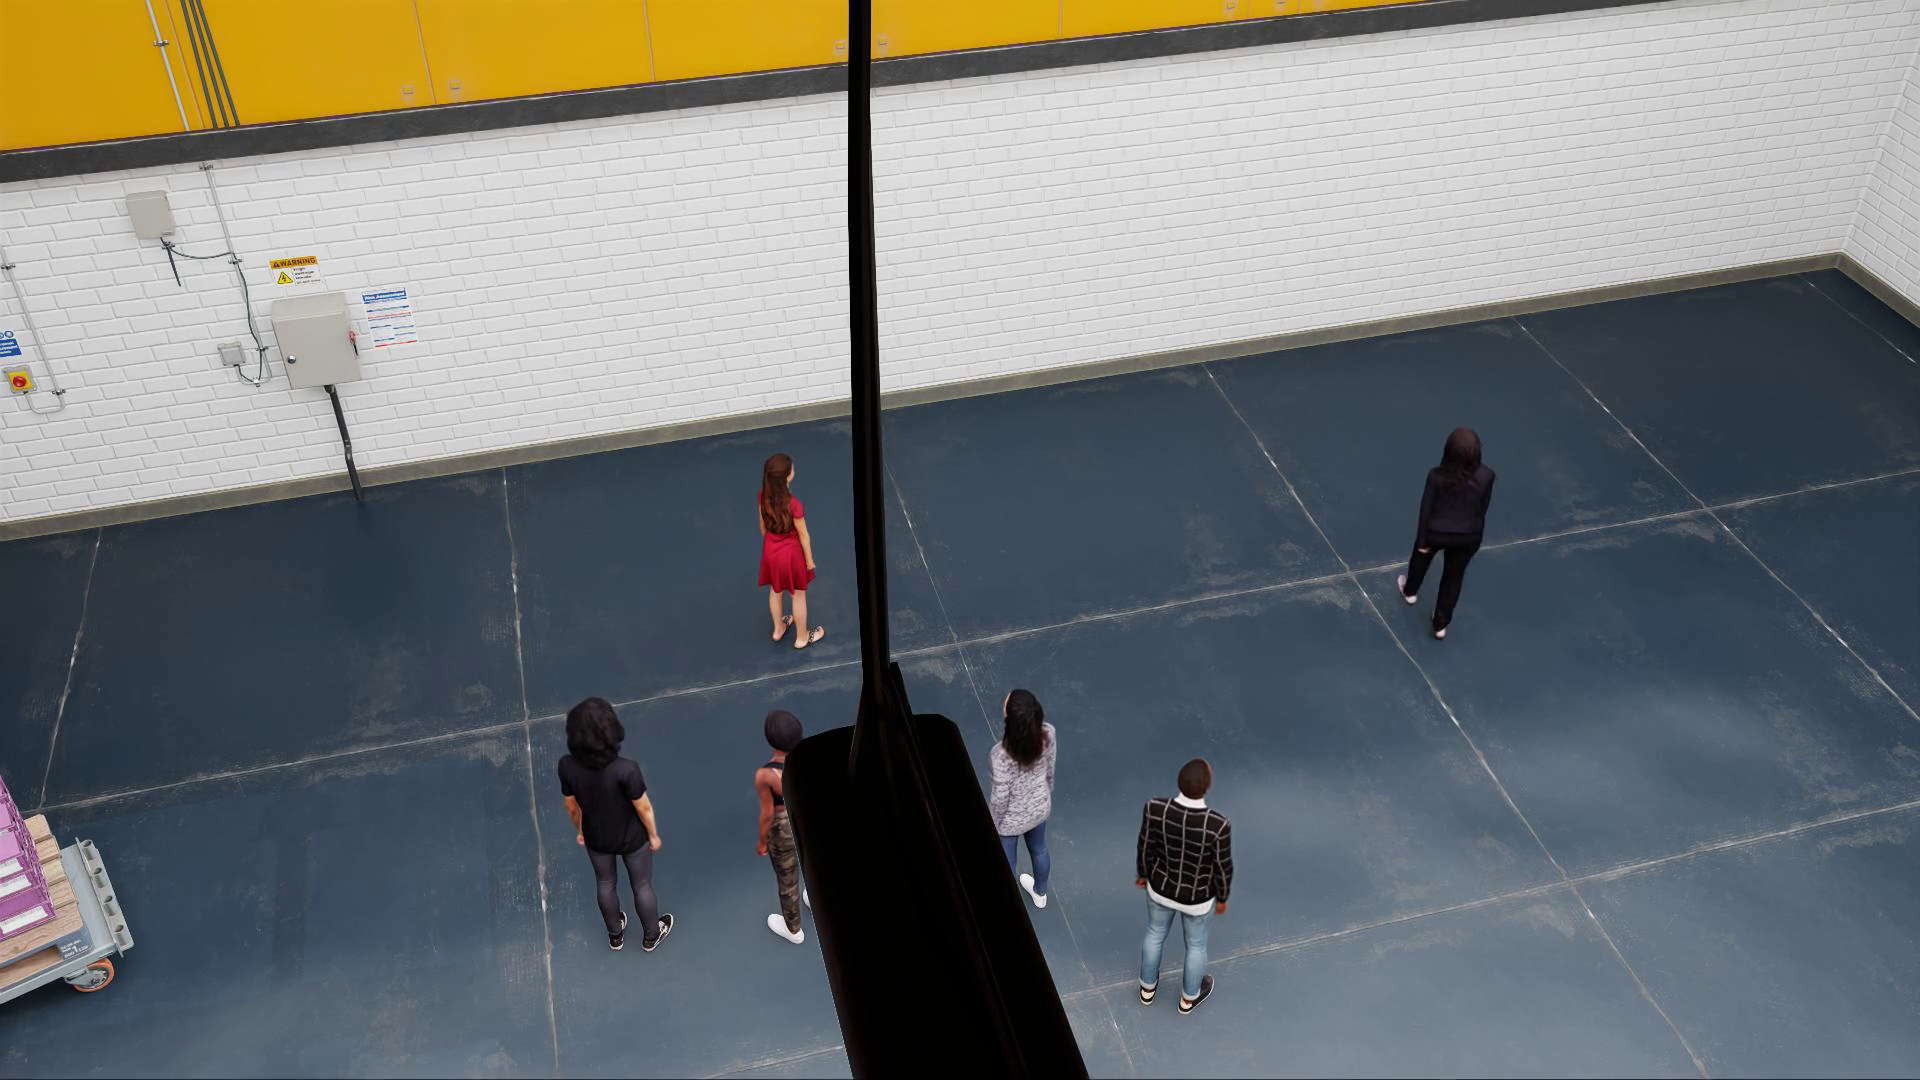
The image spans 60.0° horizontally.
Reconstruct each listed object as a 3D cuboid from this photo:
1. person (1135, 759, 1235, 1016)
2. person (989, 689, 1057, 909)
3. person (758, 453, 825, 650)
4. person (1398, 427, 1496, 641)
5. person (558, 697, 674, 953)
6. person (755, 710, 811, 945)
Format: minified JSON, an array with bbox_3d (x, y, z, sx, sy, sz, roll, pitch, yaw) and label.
[{"bbox_3d":[1.164,1.836,8.780,0.746,1.820,0.777,16,41,19],"label":"person"},{"bbox_3d":[0.334,1.492,9.281,0.687,1.732,0.656,-26,45,-29],"label":"person"},{"bbox_3d":[-1.176,0.071,11.204,0.684,1.553,0.744,19,43,23],"label":"person"},{"bbox_3d":[3.338,0.000,11.260,0.793,1.594,0.926,2,39,2],"label":"person"},{"bbox_3d":[-1.893,1.587,9.083,0.706,1.831,0.663,5,39,6],"label":"person"},{"bbox_3d":[-0.932,1.579,9.199,0.663,1.700,0.668,-31,48,-32],"label":"person"}]
